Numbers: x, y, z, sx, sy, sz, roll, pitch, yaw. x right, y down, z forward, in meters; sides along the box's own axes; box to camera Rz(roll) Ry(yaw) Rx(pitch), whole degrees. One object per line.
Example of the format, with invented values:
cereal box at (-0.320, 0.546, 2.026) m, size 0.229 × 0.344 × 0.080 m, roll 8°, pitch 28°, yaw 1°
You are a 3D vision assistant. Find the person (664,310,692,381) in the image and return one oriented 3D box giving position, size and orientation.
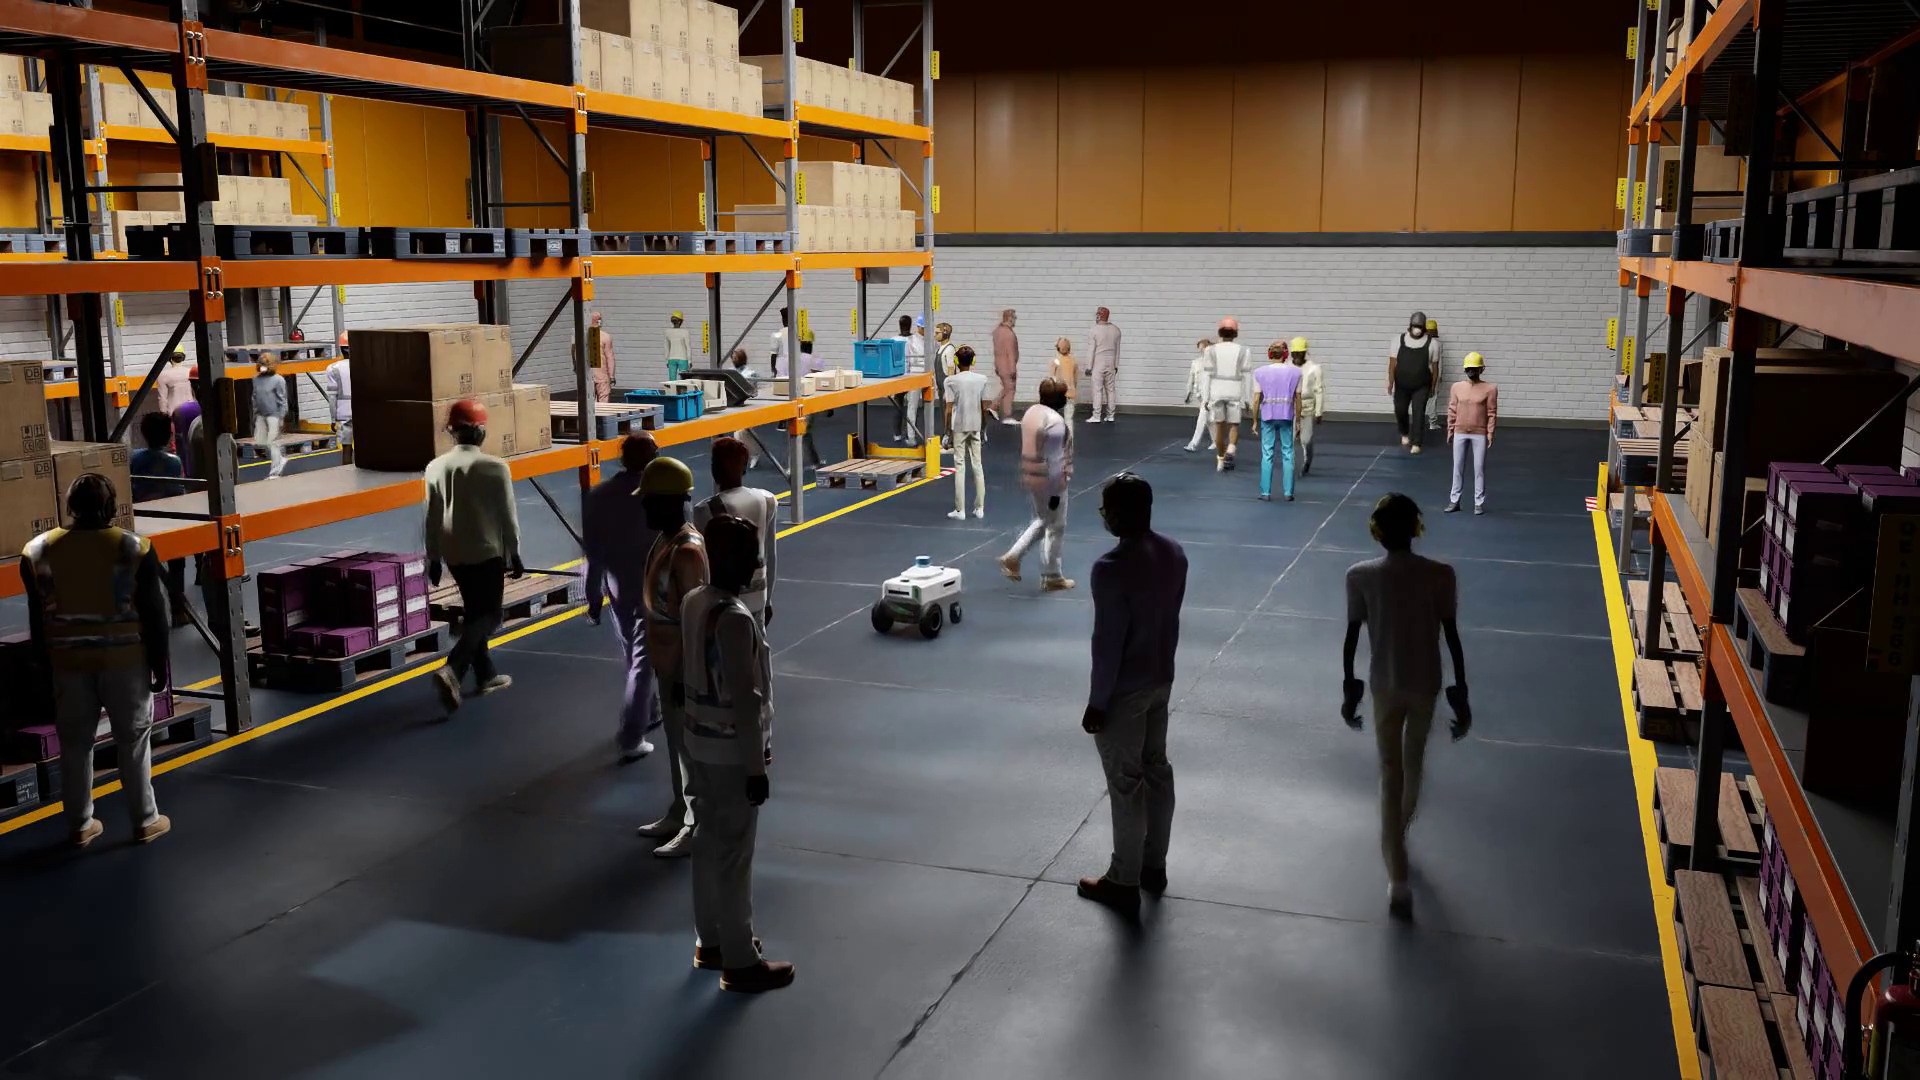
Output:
person at (-4.992, -3.181, 29.510) m, size 0.522 × 1.768 × 0.313 m, roll 3°, pitch 10°, yaw 16°

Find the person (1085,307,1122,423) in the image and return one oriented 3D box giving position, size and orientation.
person at (2.338, -2.882, 27.415) m, size 0.641 × 1.913 × 0.407 m, roll -6°, pitch 12°, yaw -31°

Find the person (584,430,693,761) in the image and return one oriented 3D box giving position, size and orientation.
person at (-1.811, 0.291, 9.699) m, size 0.658 × 1.855 × 0.971 m, roll 3°, pitch 11°, yaw 16°

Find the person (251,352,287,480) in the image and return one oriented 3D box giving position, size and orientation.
person at (-8.504, -1.518, 20.535) m, size 0.531 × 1.616 × 0.412 m, roll 4°, pitch 11°, yaw 22°

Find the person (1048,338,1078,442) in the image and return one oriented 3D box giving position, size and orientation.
person at (1.427, -2.015, 23.318) m, size 0.546 × 1.619 × 0.460 m, roll -7°, pitch 12°, yaw -33°

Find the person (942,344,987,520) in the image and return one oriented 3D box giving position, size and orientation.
person at (0.051, -1.152, 17.783) m, size 0.520 × 1.873 × 0.333 m, roll -4°, pitch 11°, yaw -21°

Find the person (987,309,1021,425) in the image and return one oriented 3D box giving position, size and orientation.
person at (0.758, -2.814, 27.085) m, size 0.456 × 1.890 × 0.670 m, roll -4°, pitch 11°, yaw -22°

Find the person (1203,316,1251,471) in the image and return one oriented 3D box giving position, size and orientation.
person at (3.427, -1.866, 21.400) m, size 0.606 × 2.027 × 0.616 m, roll 2°, pitch 10°, yaw 10°

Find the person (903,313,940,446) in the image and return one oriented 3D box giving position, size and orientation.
person at (-0.553, -2.341, 24.292) m, size 0.602 × 1.939 × 0.397 m, roll -5°, pitch 11°, yaw -24°

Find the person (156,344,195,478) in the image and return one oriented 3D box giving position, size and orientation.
person at (-9.384, -1.495, 20.016) m, size 0.310 × 1.768 × 0.533 m, roll 8°, pitch 13°, yaw 39°

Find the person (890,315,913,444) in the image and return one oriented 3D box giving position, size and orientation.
person at (-0.811, -2.393, 24.745) m, size 0.584 × 1.875 × 0.905 m, roll -1°, pitch 10°, yaw -5°

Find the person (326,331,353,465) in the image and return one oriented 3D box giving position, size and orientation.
person at (-7.018, -1.444, 19.242) m, size 0.545 × 1.939 × 0.354 m, roll -5°, pitch 11°, yaw -27°

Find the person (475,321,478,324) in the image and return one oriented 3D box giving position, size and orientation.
person at (-6.355, -1.966, 22.223) m, size 0.556 × 1.920 × 0.426 m, roll -1°, pitch 10°, yaw -7°

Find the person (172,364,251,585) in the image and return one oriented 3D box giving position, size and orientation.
person at (-6.453, -0.565, 14.321) m, size 0.542 × 1.929 × 0.374 m, roll 2°, pitch 10°, yaw 13°

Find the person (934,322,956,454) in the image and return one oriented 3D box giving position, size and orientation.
person at (-0.215, -2.127, 23.346) m, size 0.344 × 1.847 × 0.504 m, roll -2°, pitch 10°, yaw -12°

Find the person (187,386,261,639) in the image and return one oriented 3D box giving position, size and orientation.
person at (-5.526, -0.232, 12.417) m, size 0.372 × 1.940 × 0.631 m, roll -7°, pitch 12°, yaw -34°

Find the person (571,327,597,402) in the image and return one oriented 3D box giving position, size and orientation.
person at (-6.297, -2.973, 28.041) m, size 0.520 × 1.873 × 0.328 m, roll 2°, pitch 10°, yaw 10°

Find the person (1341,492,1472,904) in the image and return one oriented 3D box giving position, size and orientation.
person at (2.042, 0.693, 7.639) m, size 0.555 × 1.790 × 1.019 m, roll 1°, pitch 10°, yaw 6°

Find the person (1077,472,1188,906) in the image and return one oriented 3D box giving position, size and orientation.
person at (0.758, 0.658, 7.415) m, size 0.373 × 1.937 × 0.629 m, roll 8°, pitch 13°, yaw 37°

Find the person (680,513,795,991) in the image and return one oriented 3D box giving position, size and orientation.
person at (-0.907, 0.834, 6.585) m, size 0.355 × 1.877 × 0.574 m, roll -6°, pitch 12°, yaw -29°

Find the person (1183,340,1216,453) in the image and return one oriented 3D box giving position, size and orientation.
person at (3.451, -2.039, 23.562) m, size 0.877 × 1.586 × 0.538 m, roll -8°, pitch 13°, yaw -37°

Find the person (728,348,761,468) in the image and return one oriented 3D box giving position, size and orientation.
person at (-2.825, -1.691, 21.541) m, size 0.520 × 1.604 × 0.813 m, roll 6°, pitch 12°, yaw 31°

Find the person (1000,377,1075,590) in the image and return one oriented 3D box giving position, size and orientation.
person at (0.696, -0.465, 14.039) m, size 0.538 × 1.828 × 0.638 m, roll -4°, pitch 11°, yaw -23°

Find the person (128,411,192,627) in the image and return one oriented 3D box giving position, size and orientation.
person at (-6.091, -0.132, 12.588) m, size 0.542 × 1.680 × 0.554 m, roll 4°, pitch 11°, yaw 21°

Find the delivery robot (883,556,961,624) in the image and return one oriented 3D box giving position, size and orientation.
delivery robot at (-0.285, 0.367, 12.671) m, size 0.477 × 0.478 × 0.707 m, roll 6°, pitch 12°, yaw 29°

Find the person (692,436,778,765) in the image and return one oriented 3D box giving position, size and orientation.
person at (-1.252, 0.362, 9.221) m, size 0.355 × 1.885 × 0.575 m, roll 8°, pitch 13°, yaw 39°

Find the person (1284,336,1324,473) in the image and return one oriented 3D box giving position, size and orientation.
person at (4.223, -1.632, 20.679) m, size 0.605 × 1.808 × 0.718 m, roll 4°, pitch 11°, yaw 21°

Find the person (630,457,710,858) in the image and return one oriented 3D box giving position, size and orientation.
person at (-1.374, 0.556, 8.006) m, size 0.364 × 1.927 × 0.587 m, roll -4°, pitch 11°, yaw -21°

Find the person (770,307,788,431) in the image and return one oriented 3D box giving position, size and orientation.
person at (-2.696, -2.691, 26.223) m, size 0.598 × 1.958 × 0.375 m, roll -3°, pitch 11°, yaw -17°

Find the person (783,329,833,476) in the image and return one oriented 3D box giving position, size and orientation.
person at (-1.964, -1.755, 21.200) m, size 0.598 × 1.877 × 1.021 m, roll 5°, pitch 11°, yaw 27°

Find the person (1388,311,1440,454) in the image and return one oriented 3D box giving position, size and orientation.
person at (6.437, -2.266, 23.579) m, size 0.692 × 2.000 × 0.770 m, roll 4°, pitch 11°, yaw 22°

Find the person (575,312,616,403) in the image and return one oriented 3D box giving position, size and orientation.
person at (-5.553, -2.538, 25.494) m, size 0.653 × 1.905 × 0.408 m, roll 4°, pitch 11°, yaw 19°

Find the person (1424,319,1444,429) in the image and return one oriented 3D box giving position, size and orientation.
person at (7.460, -2.634, 26.489) m, size 0.484 × 1.744 × 0.296 m, roll 7°, pitch 12°, yaw 35°

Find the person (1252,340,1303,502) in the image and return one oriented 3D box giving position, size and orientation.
person at (3.612, -1.348, 18.972) m, size 0.564 × 1.841 × 0.394 m, roll 1°, pitch 10°, yaw 4°

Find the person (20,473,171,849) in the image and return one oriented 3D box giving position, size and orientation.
person at (-4.166, 0.588, 8.097) m, size 0.620 × 1.836 × 0.429 m, roll -2°, pitch 10°, yaw -11°

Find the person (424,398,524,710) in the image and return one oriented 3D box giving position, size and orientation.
person at (-3.129, 0.088, 10.540) m, size 0.601 × 1.970 × 0.856 m, roll 4°, pitch 11°, yaw 20°

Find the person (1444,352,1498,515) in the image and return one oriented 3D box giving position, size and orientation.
person at (5.559, -1.156, 18.106) m, size 0.528 × 1.768 × 0.313 m, roll 6°, pitch 12°, yaw 31°
